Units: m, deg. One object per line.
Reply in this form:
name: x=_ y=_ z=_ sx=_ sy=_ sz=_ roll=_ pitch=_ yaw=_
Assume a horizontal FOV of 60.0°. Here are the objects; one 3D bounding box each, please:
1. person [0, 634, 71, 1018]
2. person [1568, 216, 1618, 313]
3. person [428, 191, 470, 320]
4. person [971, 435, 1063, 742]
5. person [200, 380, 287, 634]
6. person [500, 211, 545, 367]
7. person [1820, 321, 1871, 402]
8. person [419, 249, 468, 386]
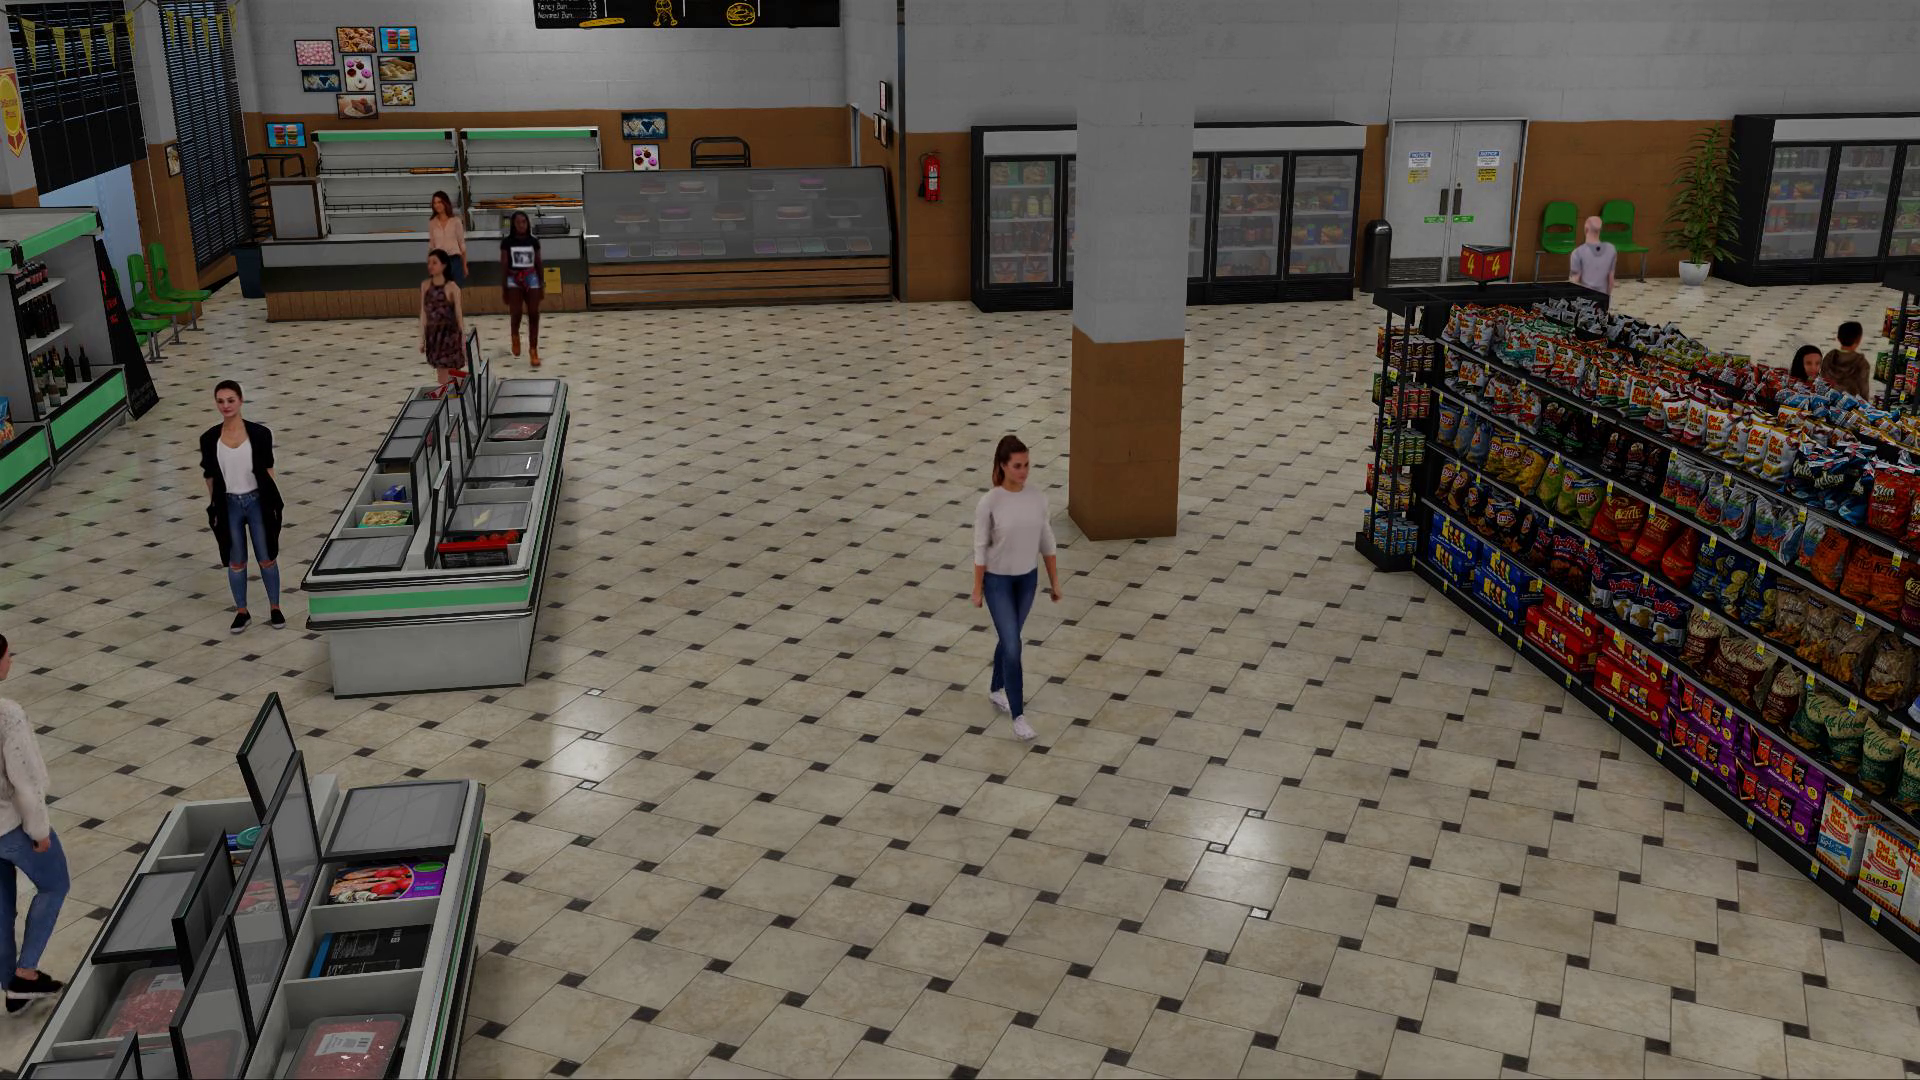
person: x=-3.928 y=1.199 z=6.703 sx=0.729 sy=1.679 sz=0.724 roll=4 pitch=19 yaw=11
person: x=6.529 y=-2.401 z=17.181 sx=0.778 sy=1.806 sz=1.202 roll=0 pitch=19 yaw=-1
person: x=-6.020 y=-3.249 z=19.749 sx=0.711 sy=1.772 sz=0.890 roll=1 pitch=19 yaw=4
person: x=0.249 y=0.233 z=9.546 sx=0.817 sy=1.693 sz=1.033 roll=-10 pitch=21 yaw=-28
person: x=-4.702 y=-0.228 z=10.930 sx=0.651 sy=1.684 sz=0.588 roll=-6 pitch=19 yaw=-16
person: x=-4.878 y=-2.794 z=18.497 sx=0.731 sy=1.711 sz=0.846 roll=-9 pitch=20 yaw=-24
person: x=7.337 y=-1.101 z=13.877 sx=0.739 sy=1.455 sz=0.659 roll=-16 pitch=25 yaw=-40
person: x=-4.794 y=-1.852 z=15.640 sx=0.981 sy=1.750 sz=1.160 roll=7 pitch=20 yaw=20
